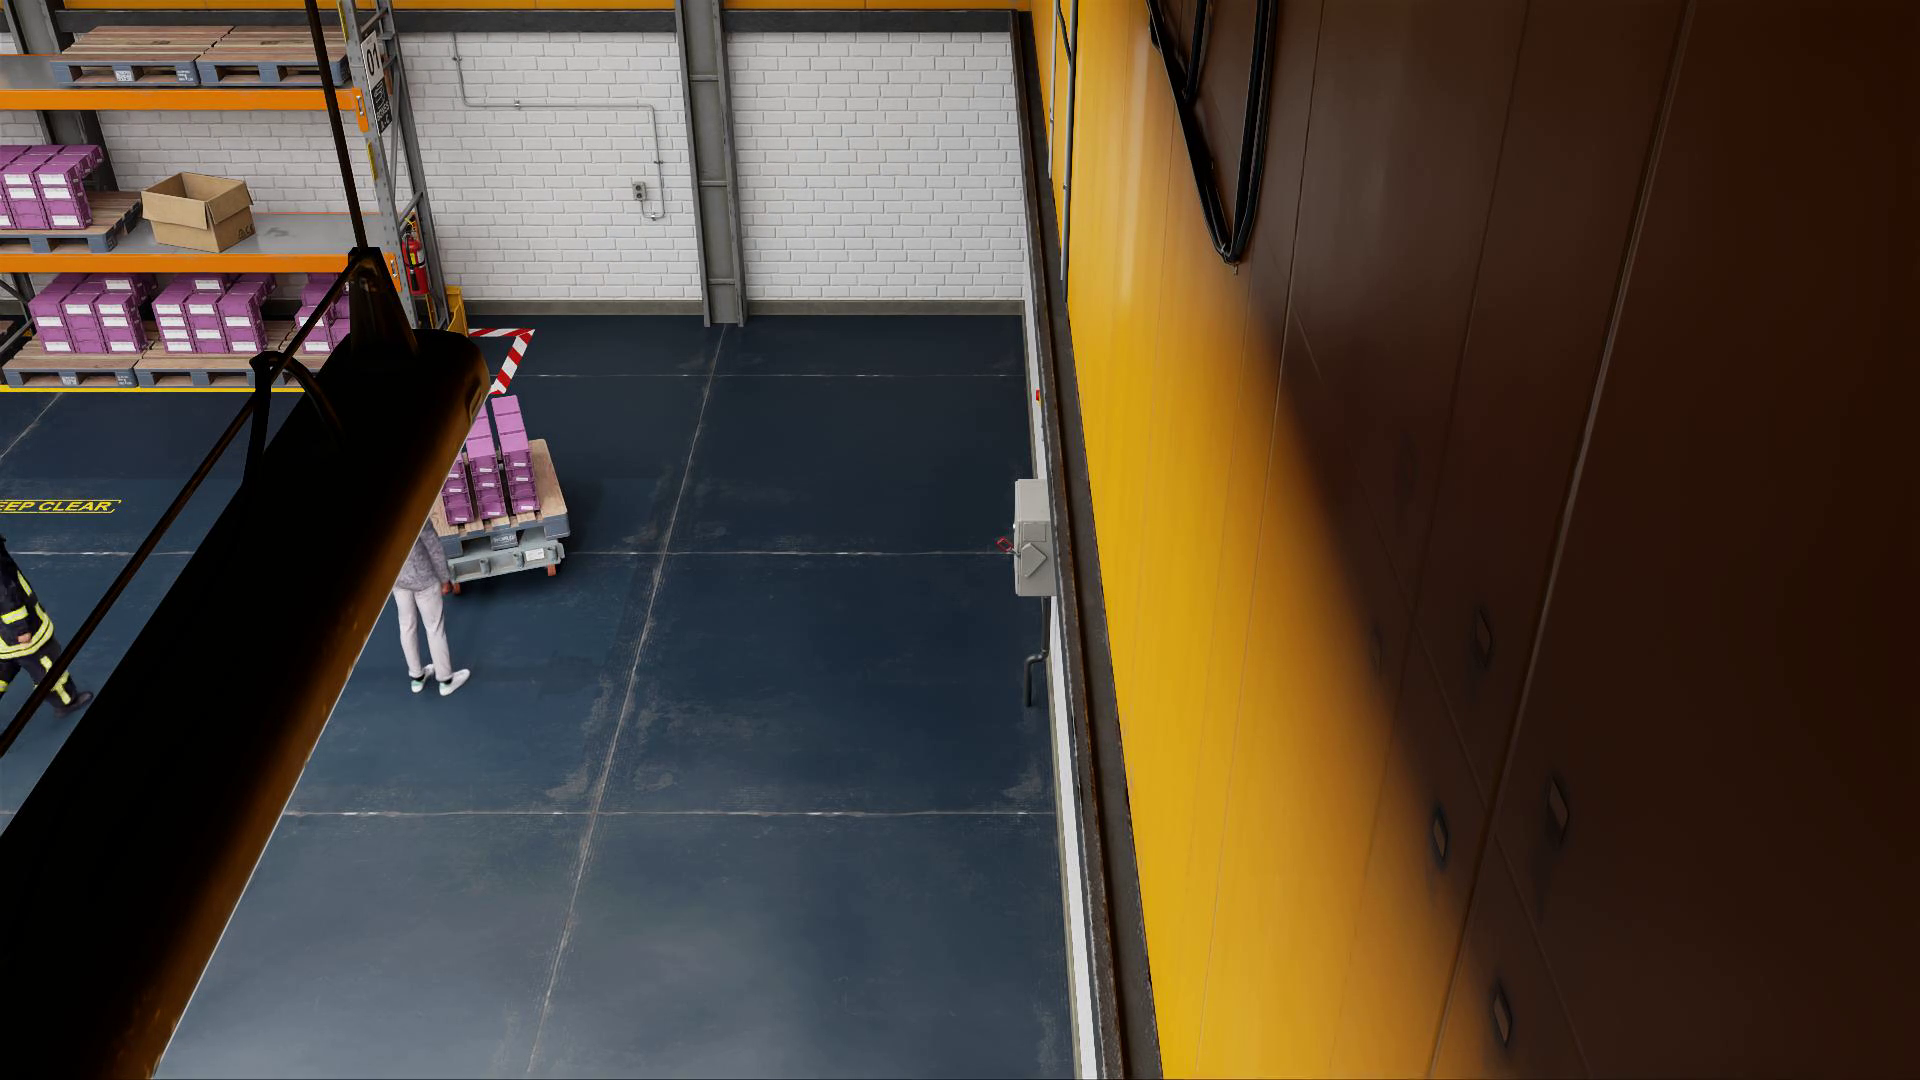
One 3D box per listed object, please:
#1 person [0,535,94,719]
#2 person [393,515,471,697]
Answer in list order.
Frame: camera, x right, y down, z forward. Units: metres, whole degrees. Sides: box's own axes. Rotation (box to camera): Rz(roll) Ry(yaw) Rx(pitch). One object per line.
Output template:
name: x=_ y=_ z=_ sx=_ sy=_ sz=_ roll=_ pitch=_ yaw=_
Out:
person: x=-6.385 y=0.518 z=10.946 sx=1.115 sy=1.835 sz=1.116 roll=20 pitch=38 yaw=27
person: x=-3.742 y=0.251 z=11.347 sx=0.595 sy=1.836 sz=0.809 roll=9 pitch=35 yaw=13
